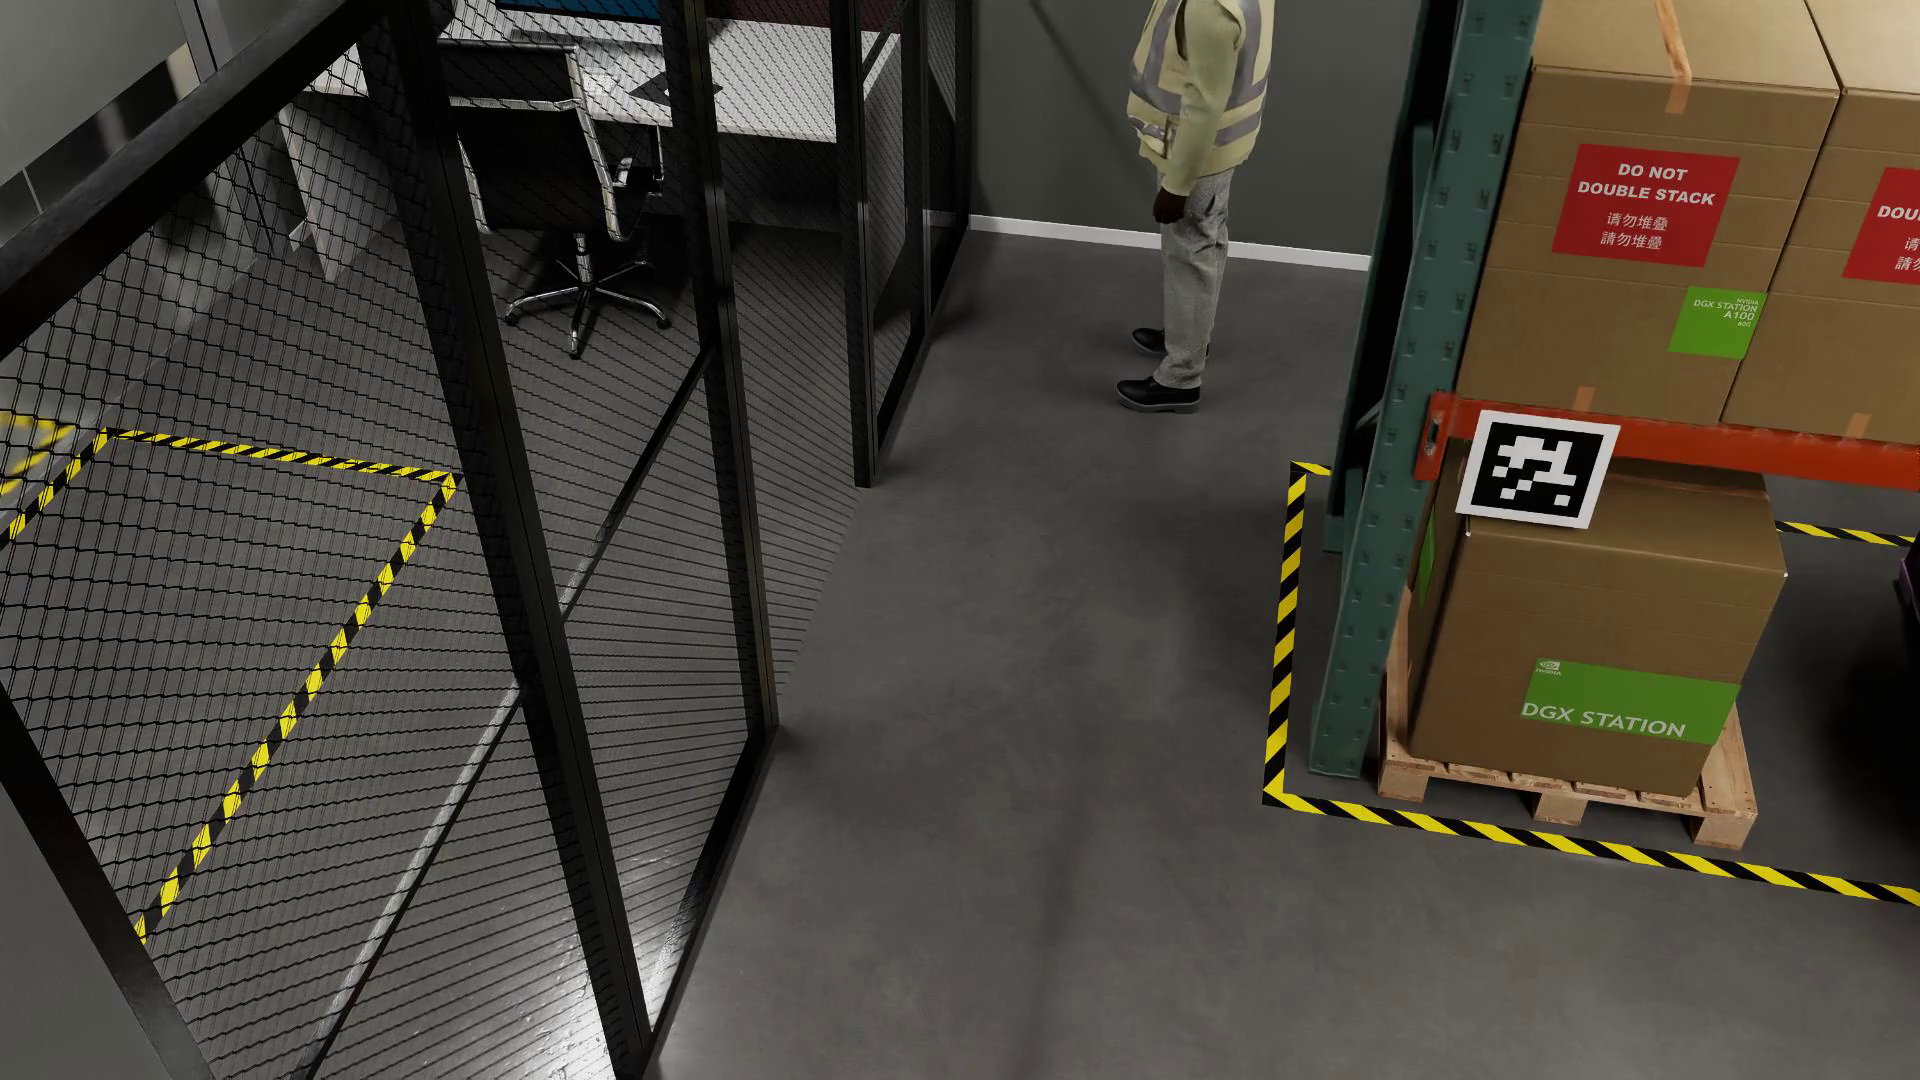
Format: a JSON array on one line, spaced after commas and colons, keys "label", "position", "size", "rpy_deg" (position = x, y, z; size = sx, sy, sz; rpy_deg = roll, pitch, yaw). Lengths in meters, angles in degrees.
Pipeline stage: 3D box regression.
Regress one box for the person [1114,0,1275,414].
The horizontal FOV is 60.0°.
[{"label": "person", "position": [0.696, -1.214, 4.980], "size": [0.404, 1.828, 0.587], "rpy_deg": [11, 42, 12]}]
